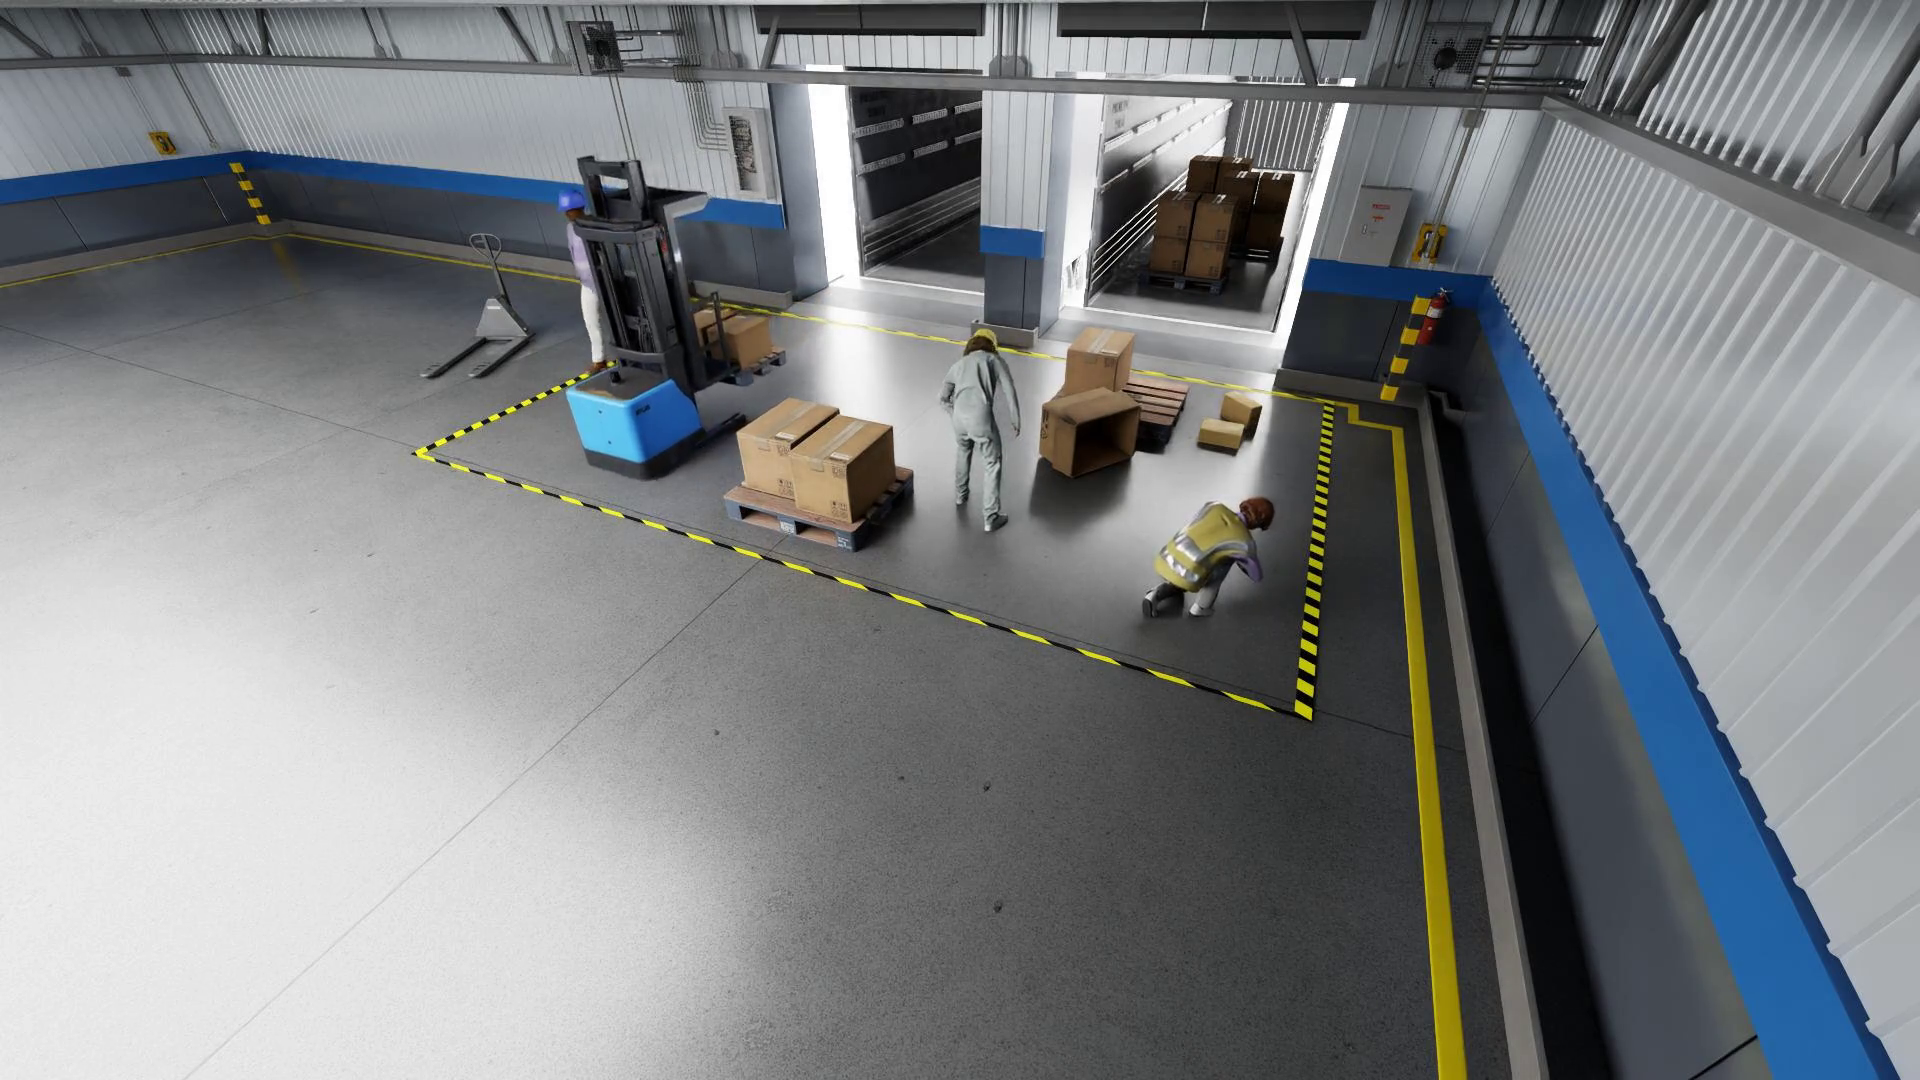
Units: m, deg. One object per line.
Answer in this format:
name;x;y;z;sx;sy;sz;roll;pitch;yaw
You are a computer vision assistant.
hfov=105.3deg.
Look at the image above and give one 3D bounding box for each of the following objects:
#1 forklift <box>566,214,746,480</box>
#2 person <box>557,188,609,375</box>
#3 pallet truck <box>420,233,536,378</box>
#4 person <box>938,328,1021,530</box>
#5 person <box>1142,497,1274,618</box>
forklift;-2.820;-1.604;6.180;0.716;2.013;0.776;15;38;20
person;-3.906;-2.837;8.036;0.608;1.901;0.999;20;40;25
pallet truck;-5.664;-2.712;8.427;0.680;1.201;1.601;0;35;-1
person;0.194;-0.883;5.775;0.706;1.351;0.840;16;39;22
person;1.608;0.119;4.869;0.893;0.829;0.614;-18;39;-24
